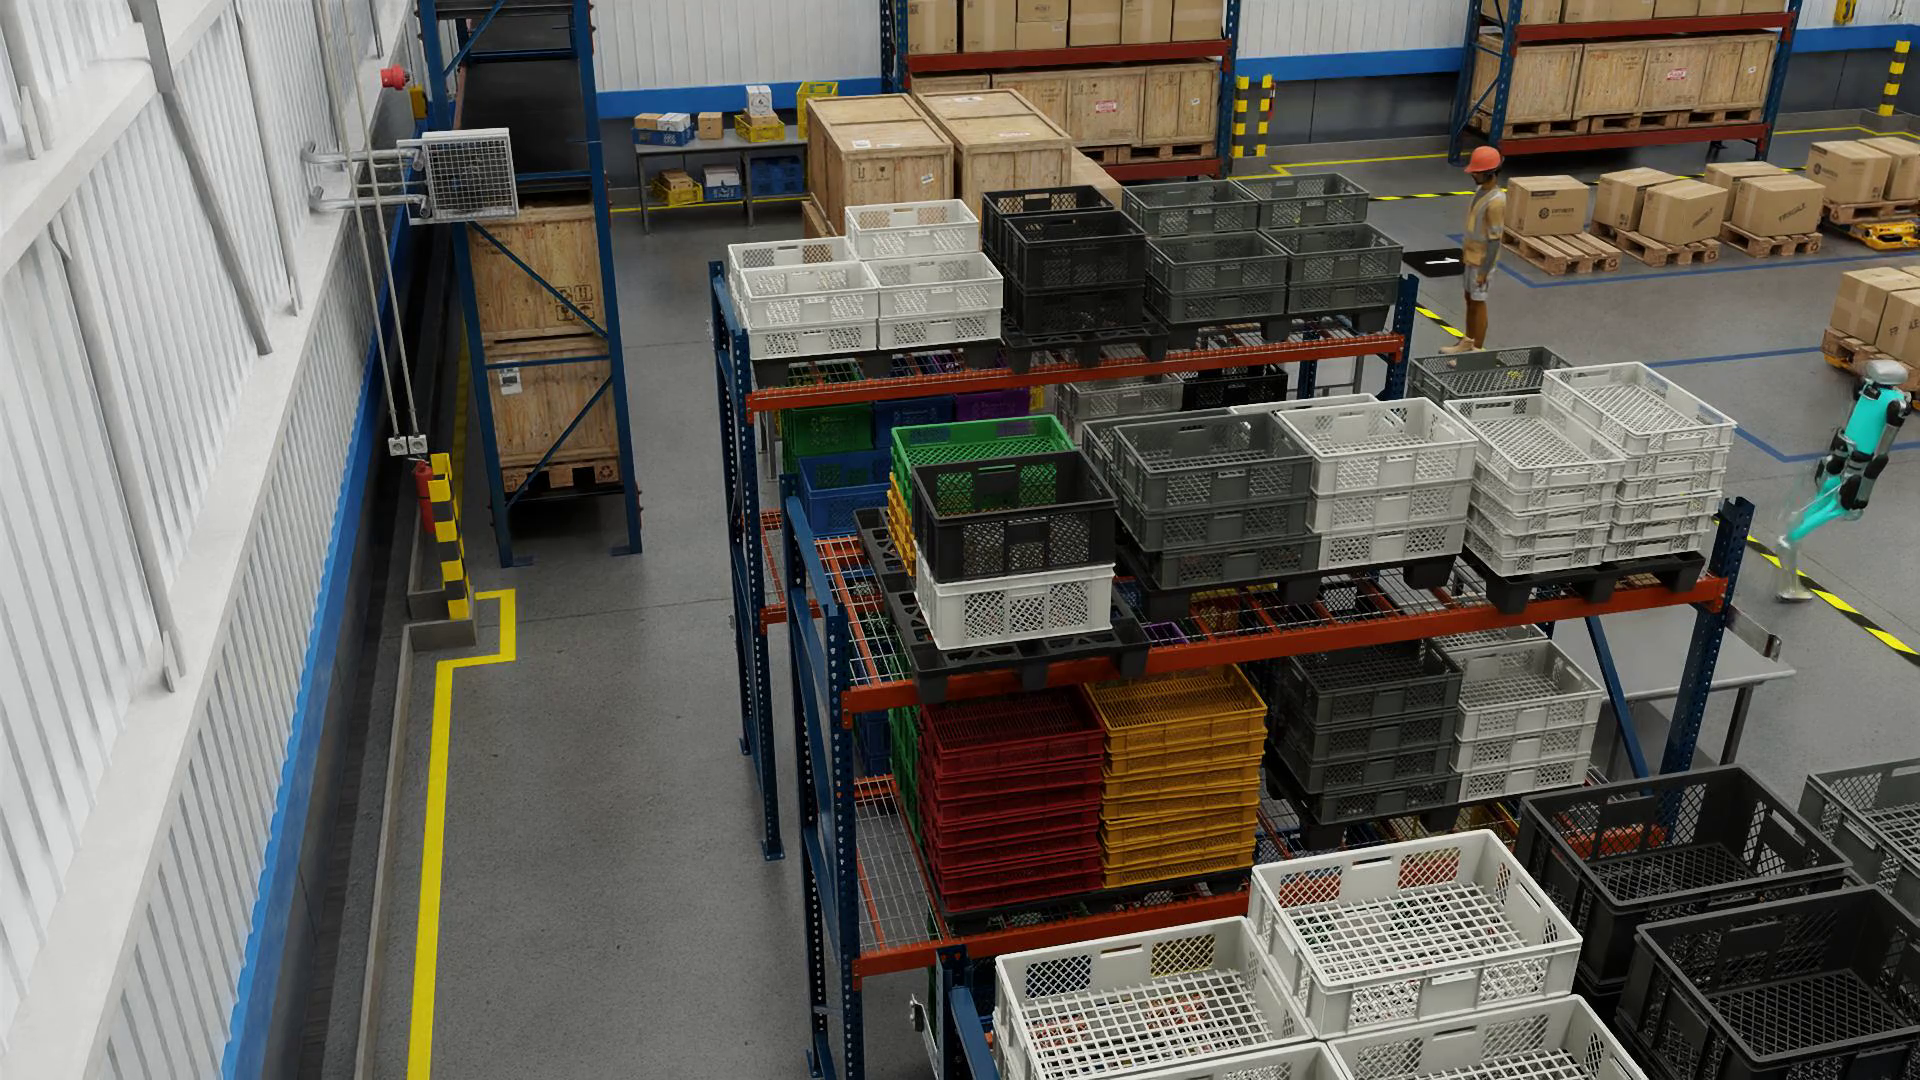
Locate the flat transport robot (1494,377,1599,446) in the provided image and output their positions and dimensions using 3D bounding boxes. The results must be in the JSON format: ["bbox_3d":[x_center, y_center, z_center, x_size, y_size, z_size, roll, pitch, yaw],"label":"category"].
[{"bbox_3d":[4.780,-1.036,14.013,0.659,0.231,1.431,-6,28,-12],"label":"flat transport robot"}]

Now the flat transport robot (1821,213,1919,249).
[{"bbox_3d":[10.241,-3.628,18.900,0.652,0.197,1.431,-6,28,-12],"label":"flat transport robot"}]

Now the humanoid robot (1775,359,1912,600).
[{"bbox_3d":[5.758,-0.305,11.161,0.766,1.872,0.542,-1,28,-2],"label":"humanoid robot"}]

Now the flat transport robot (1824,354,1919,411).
[{"bbox_3d":[8.473,-1.467,14.800,0.652,0.197,1.431,-6,28,-12],"label":"flat transport robot"}]

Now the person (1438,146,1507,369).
[{"bbox_3d":[4.636,-2.525,14.951,0.406,2.030,0.607,1,28,3],"label":"person"}]
